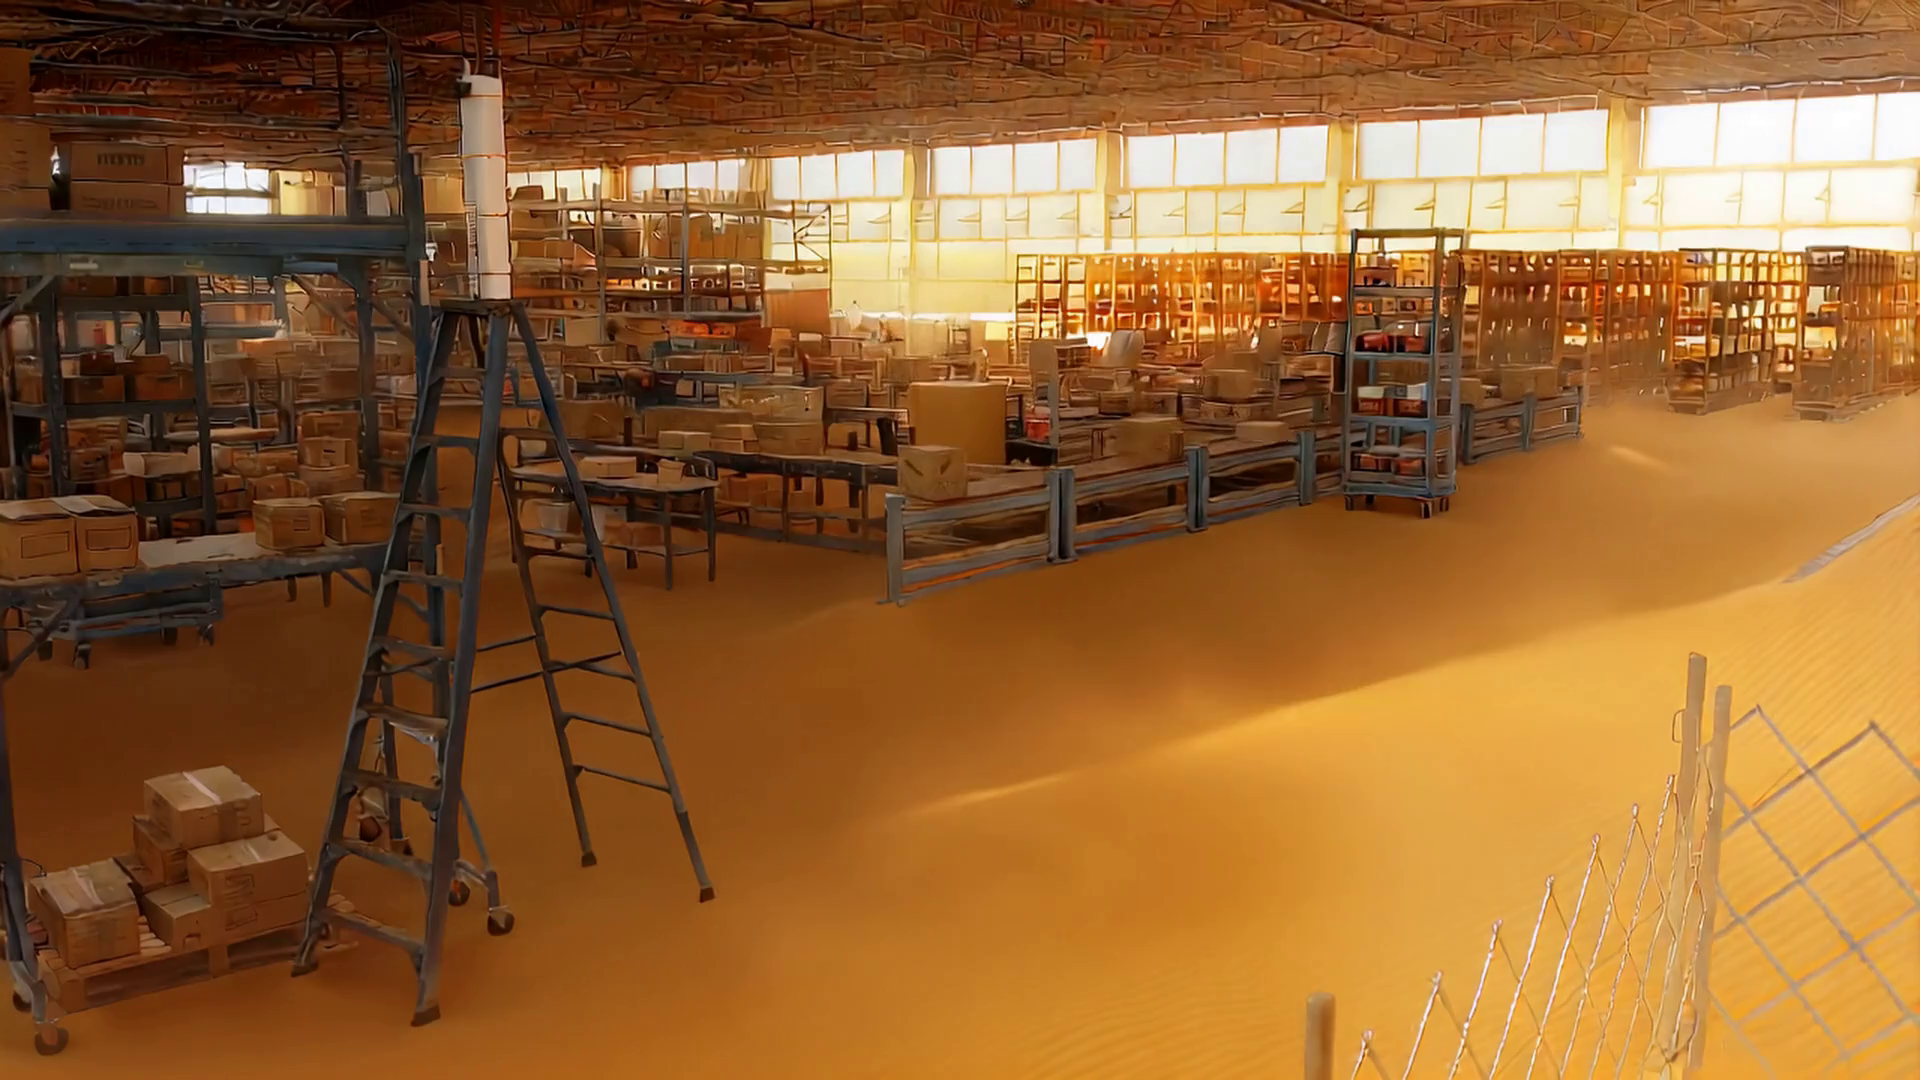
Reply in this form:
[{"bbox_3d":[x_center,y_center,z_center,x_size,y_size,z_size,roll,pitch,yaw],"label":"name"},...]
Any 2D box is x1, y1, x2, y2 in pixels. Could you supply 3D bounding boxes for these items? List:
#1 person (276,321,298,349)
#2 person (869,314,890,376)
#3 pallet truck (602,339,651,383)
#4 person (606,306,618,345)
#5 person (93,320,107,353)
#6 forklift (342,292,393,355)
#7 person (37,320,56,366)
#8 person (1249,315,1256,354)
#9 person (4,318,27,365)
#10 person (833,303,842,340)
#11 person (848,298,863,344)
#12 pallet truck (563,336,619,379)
[{"bbox_3d":[-18.123,-5.032,44.877,0.605,1.784,0.952,5,11,30],"label":"person"},{"bbox_3d":[-2.183,-5.216,45.535,0.623,1.941,0.420,-4,10,-22],"label":"person"},{"bbox_3d":[-8.991,-4.871,45.351,0.653,1.274,1.630,7,11,37],"label":"pallet truck"},{"bbox_3d":[-11.983,-7.125,57.453,0.365,1.932,0.543,3,10,19],"label":"person"},{"bbox_3d":[-25.996,-5.823,50.276,0.514,1.621,0.485,4,10,25],"label":"person"},{"bbox_3d":[-16.485,-5.622,45.120,1.129,2.768,1.873,7,11,37],"label":"forklift"},{"bbox_3d":[-28.973,-6.327,52.594,0.633,1.906,0.956,7,11,36],"label":"person"},{"bbox_3d":[8.966,-5.913,50.231,0.403,1.823,0.588,-6,11,-32],"label":"person"},{"bbox_3d":[-27.575,-5.644,48.466,1.019,1.850,0.646,6,11,34],"label":"person"},{"bbox_3d":[-5.178,-9.029,69.671,0.460,1.820,0.648,2,9,11],"label":"person"},{"bbox_3d":[-4.505,-9.431,71.681,0.646,1.982,0.455,-1,9,-4],"label":"person"},{"bbox_3d":[-10.690,-5.294,48.215,1.601,1.201,0.680,-5,10,-26],"label":"pallet truck"}]
